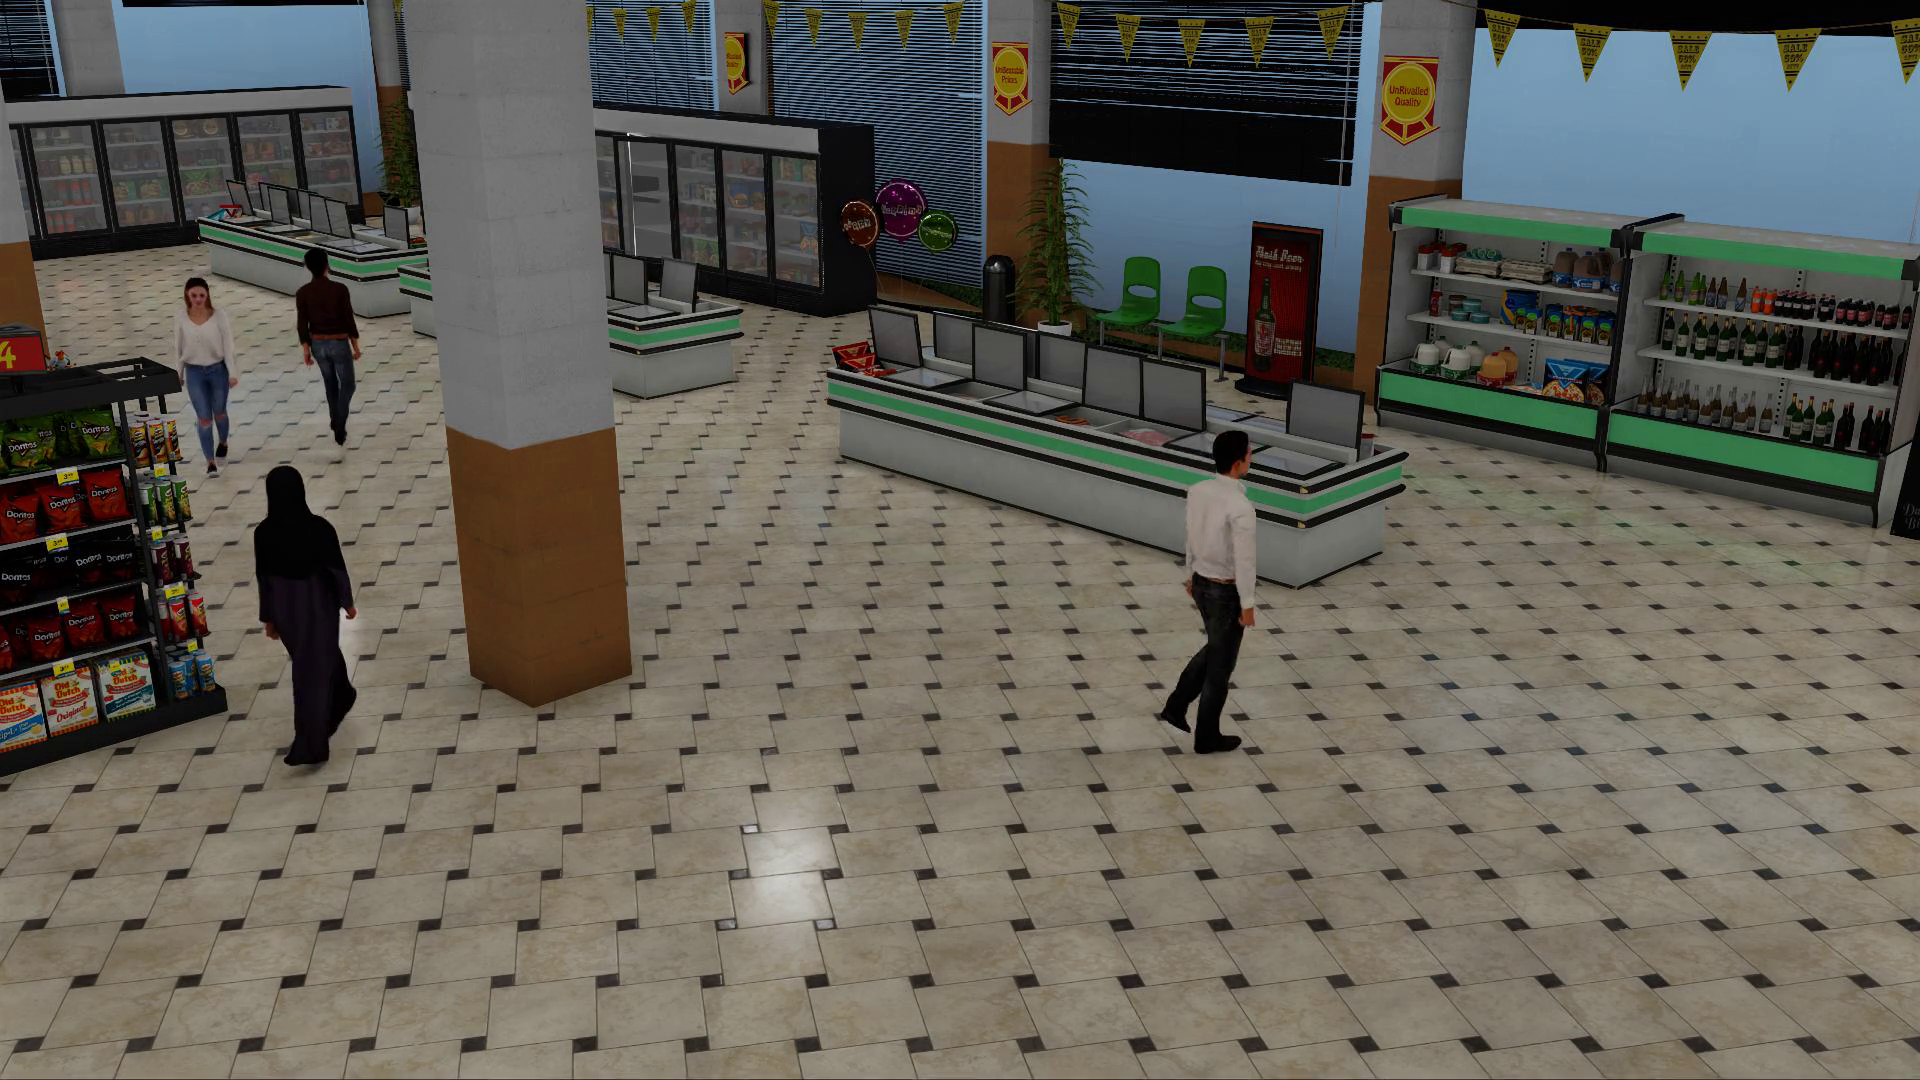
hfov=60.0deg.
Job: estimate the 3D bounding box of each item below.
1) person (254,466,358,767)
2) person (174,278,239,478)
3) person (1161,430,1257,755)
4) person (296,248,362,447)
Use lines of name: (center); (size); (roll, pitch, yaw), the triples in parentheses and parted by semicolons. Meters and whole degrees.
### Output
person: (-3.502, 0.410, 8.815); (1.110, 1.604, 1.087); (2, 19, 7)
person: (-6.369, -1.389, 14.092); (0.953, 1.642, 1.215); (-6, 20, -17)
person: (1.301, 0.304, 8.821); (0.845, 1.802, 0.773); (-8, 20, -24)
person: (-5.586, -1.676, 14.757); (0.963, 1.761, 1.089); (-4, 19, -11)
